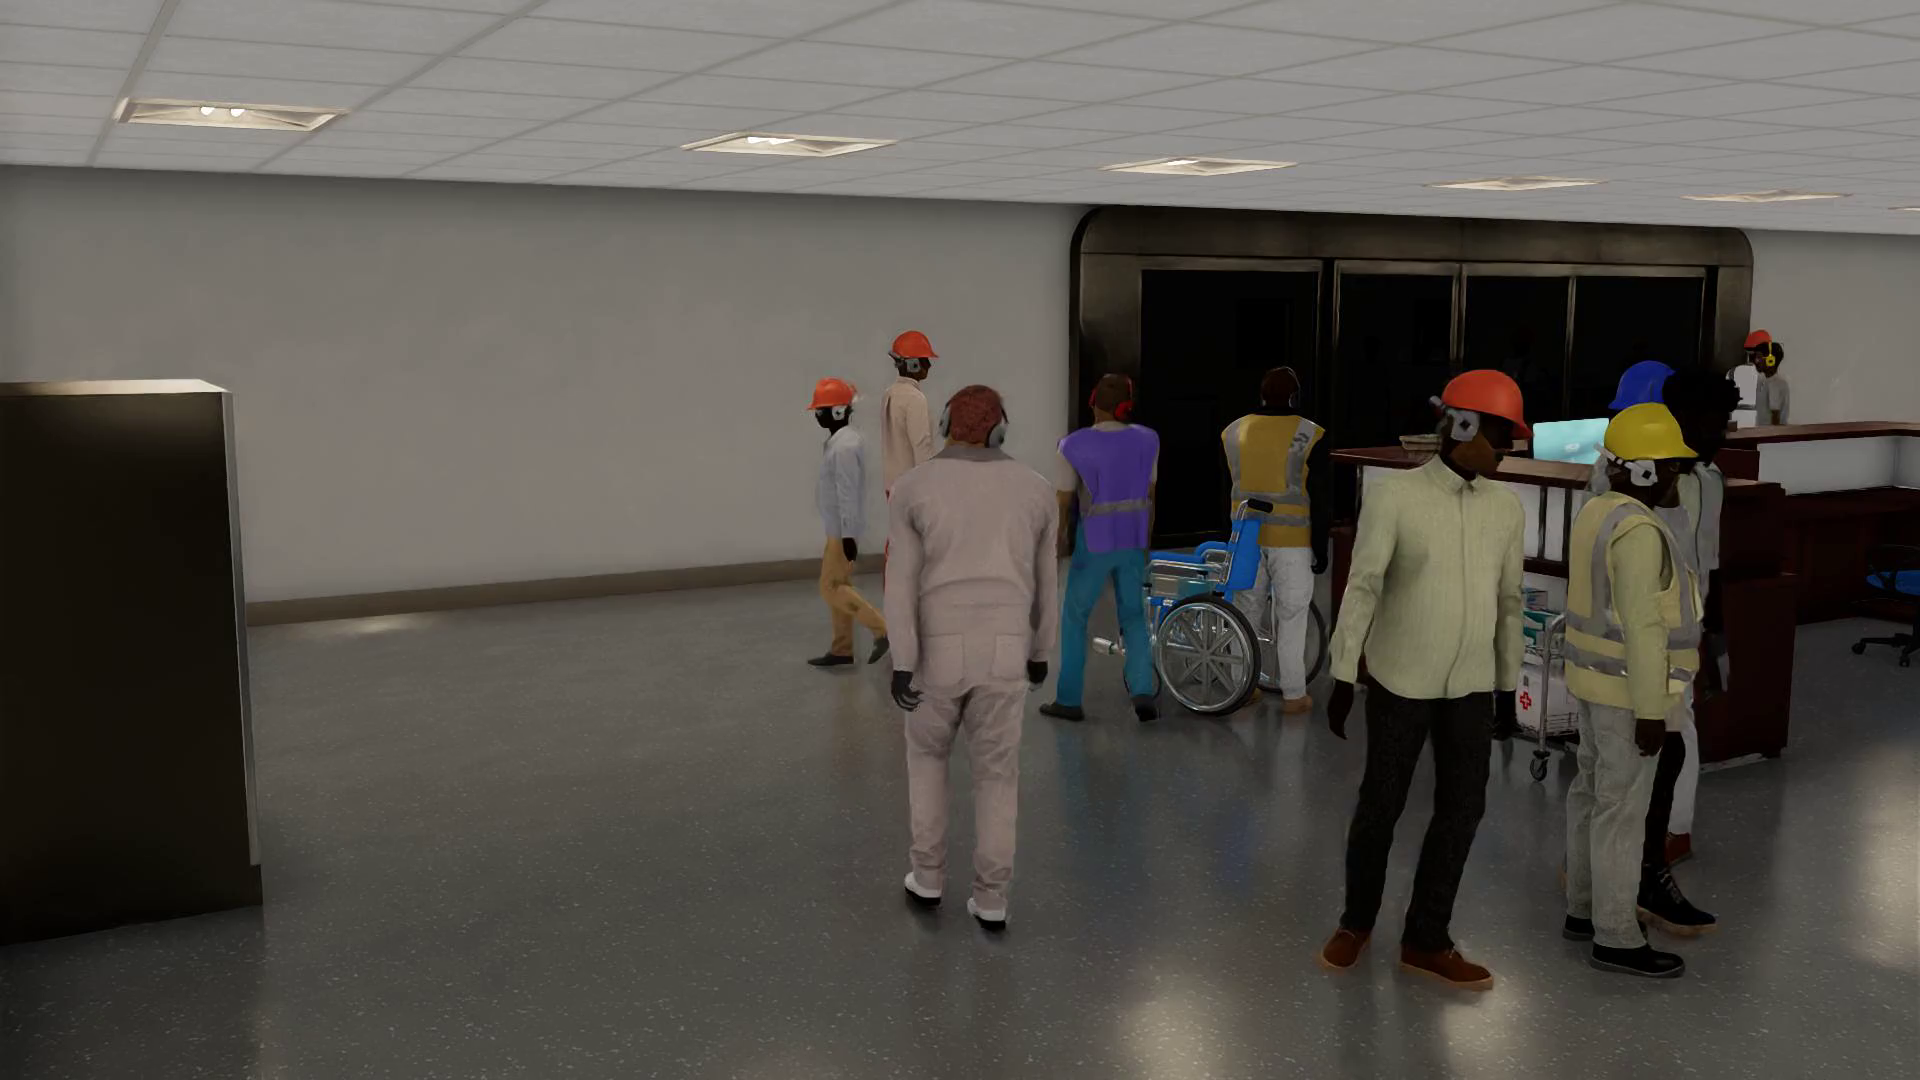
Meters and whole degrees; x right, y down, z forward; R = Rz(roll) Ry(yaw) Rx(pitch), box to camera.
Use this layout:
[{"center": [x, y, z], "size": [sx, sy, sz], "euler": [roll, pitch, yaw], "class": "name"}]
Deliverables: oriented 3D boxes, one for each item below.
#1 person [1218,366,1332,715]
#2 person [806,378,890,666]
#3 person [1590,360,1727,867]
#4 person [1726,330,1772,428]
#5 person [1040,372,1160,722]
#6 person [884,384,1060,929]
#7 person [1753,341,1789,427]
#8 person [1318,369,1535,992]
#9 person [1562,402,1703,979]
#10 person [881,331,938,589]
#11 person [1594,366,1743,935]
[{"center": [1.671, 0.004, 8.796], "size": [0.626, 1.838, 0.430], "euler": [5, 10, 34], "class": "person"}, {"center": [-0.662, -0.089, 9.824], "size": [0.480, 1.734, 0.572], "euler": [-1, 8, -5], "class": "person"}, {"center": [2.634, 0.280, 6.423], "size": [0.420, 1.939, 0.605], "euler": [-3, 9, -23], "class": "person"}, {"center": [7.728, -1.073, 16.216], "size": [0.358, 1.938, 0.545], "euler": [-5, 9, -31], "class": "person"}, {"center": [0.734, 0.053, 8.501], "size": [0.629, 1.818, 0.567], "euler": [-3, 8, -21], "class": "person"}, {"center": [0.047, 0.398, 5.831], "size": [0.663, 1.866, 0.654], "euler": [-2, 8, -13], "class": "person"}, {"center": [7.113, -0.827, 14.726], "size": [0.408, 1.852, 0.519], "euler": [5, 9, 30], "class": "person"}, {"center": [1.471, 0.437, 5.276], "size": [0.708, 1.949, 0.525], "euler": [-2, 8, -17], "class": "person"}, {"center": [2.176, 0.473, 5.399], "size": [0.403, 1.835, 0.587], "euler": [1, 8, 4], "class": "person"}, {"center": [-0.320, -0.362, 10.863], "size": [0.375, 1.995, 0.611], "euler": [-4, 9, -24], "class": "person"}, {"center": [2.490, 0.373, 5.767], "size": [0.637, 1.927, 0.799], "euler": [-6, 10, -37], "class": "person"}]
